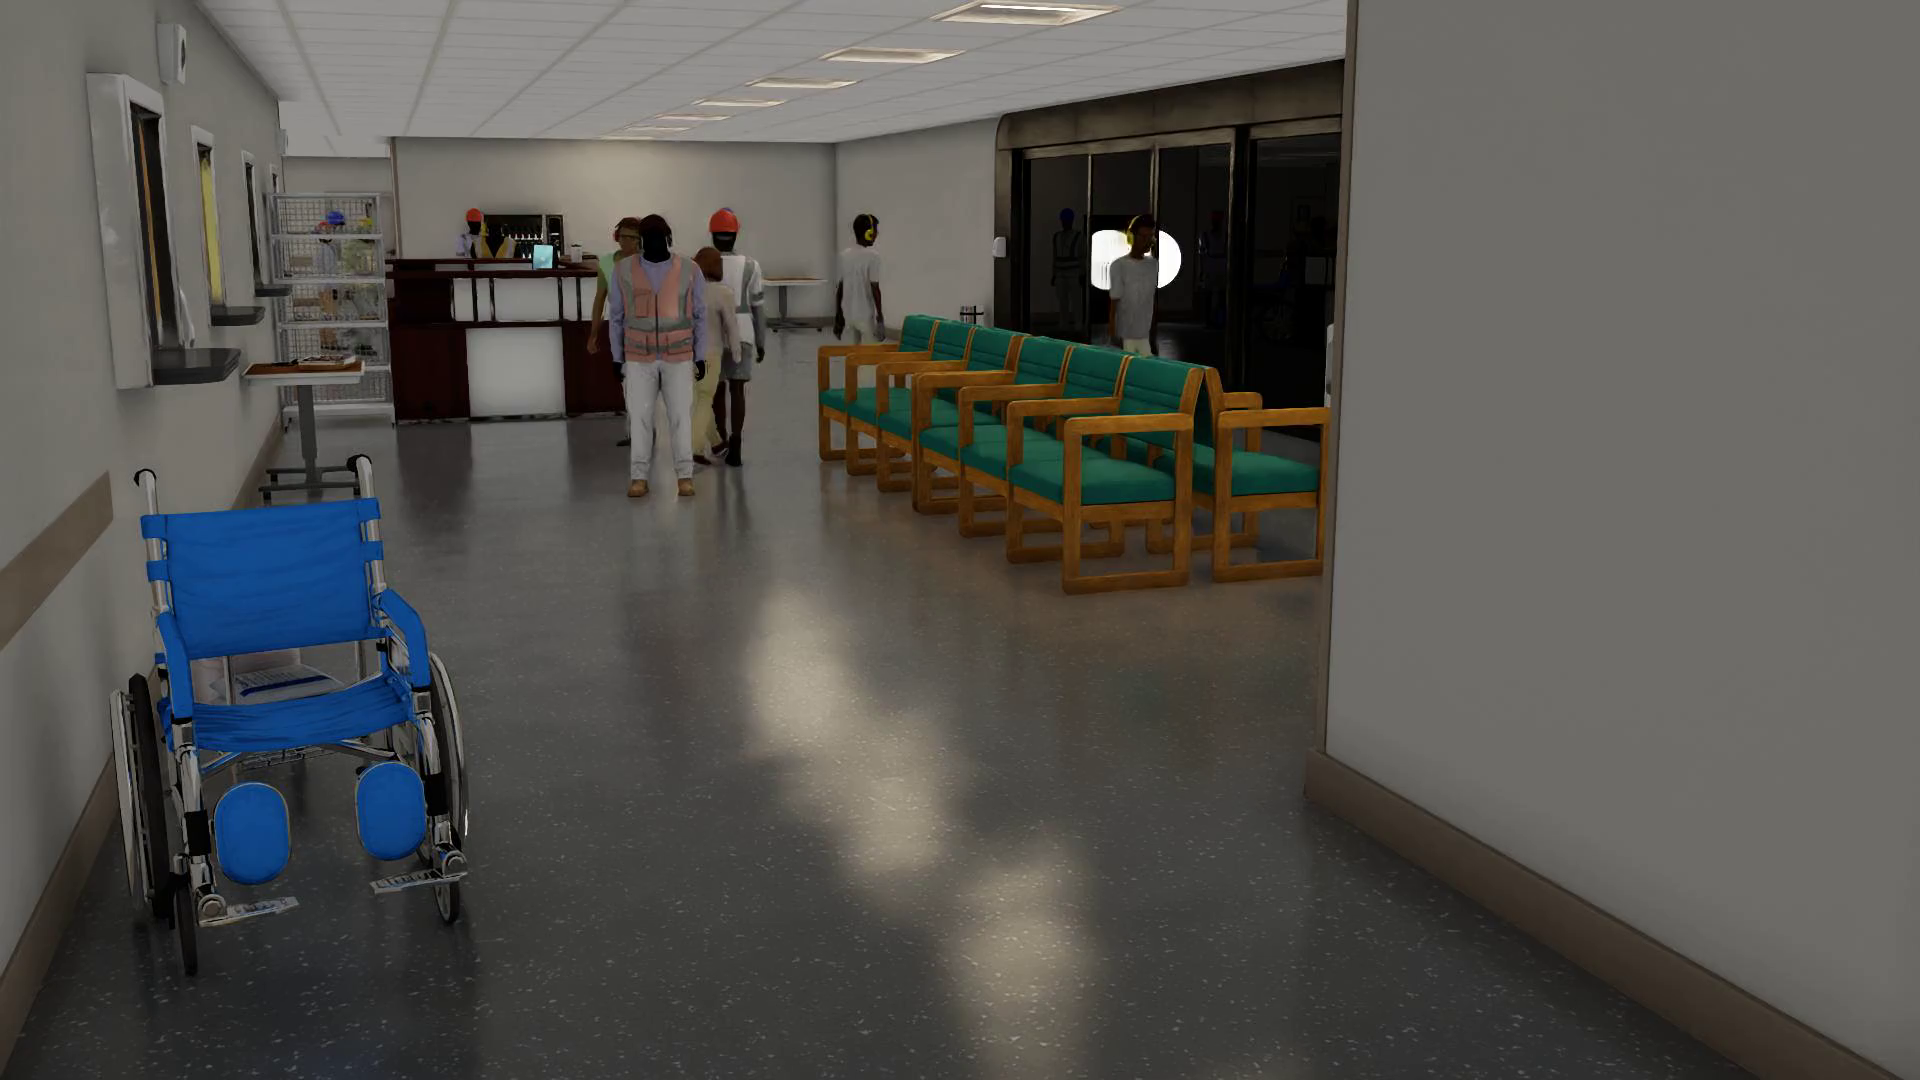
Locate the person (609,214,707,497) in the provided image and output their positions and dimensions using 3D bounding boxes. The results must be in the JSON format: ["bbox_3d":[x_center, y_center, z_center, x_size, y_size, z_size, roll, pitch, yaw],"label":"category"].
[{"bbox_3d":[-1.975,-1.198,10.908,0.633,1.843,0.429,-1,11,-8],"label":"person"}]

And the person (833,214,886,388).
[{"bbox_3d":[-0.921,-1.942,14.710,0.612,1.850,0.480,10,15,41],"label":"person"}]

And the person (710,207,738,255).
[{"bbox_3d":[-3.276,-3.665,23.288,0.406,1.946,0.608,3,11,13],"label":"person"}]

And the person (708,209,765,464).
[{"bbox_3d":[-1.749,-1.533,12.541,0.559,1.886,1.017,-2,11,-11],"label":"person"}]

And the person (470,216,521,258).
[{"bbox_3d":[-5.752,-3.093,20.668,0.619,1.836,0.430,-2,11,-9],"label":"person"}]

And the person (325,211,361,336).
[{"bbox_3d":[-9.398,-4.058,25.433,0.397,1.910,0.668,7,13,32],"label":"person"}]

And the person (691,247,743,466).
[{"bbox_3d":[-1.876,-1.367,12.410,0.540,1.605,0.821,4,12,21],"label":"person"}]

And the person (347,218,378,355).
[{"bbox_3d":[-7.794,-3.334,21.953,0.537,1.804,0.618,2,11,12],"label":"person"}]

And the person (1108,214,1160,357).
[{"bbox_3d":[1.284,-1.494,12.423,0.575,1.845,0.468,-11,15,-44],"label":"person"}]

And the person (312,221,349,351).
[{"bbox_3d":[-8.655,-3.473,22.792,0.319,1.755,0.573,-9,14,-38],"label":"person"}]

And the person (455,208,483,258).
[{"bbox_3d":[-6.782,-3.674,23.358,0.547,1.938,0.378,-10,15,-42],"label":"person"}]

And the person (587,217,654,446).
[{"bbox_3d":[-2.630,-1.639,13.213,0.604,1.819,0.499,5,12,25],"label":"person"}]
